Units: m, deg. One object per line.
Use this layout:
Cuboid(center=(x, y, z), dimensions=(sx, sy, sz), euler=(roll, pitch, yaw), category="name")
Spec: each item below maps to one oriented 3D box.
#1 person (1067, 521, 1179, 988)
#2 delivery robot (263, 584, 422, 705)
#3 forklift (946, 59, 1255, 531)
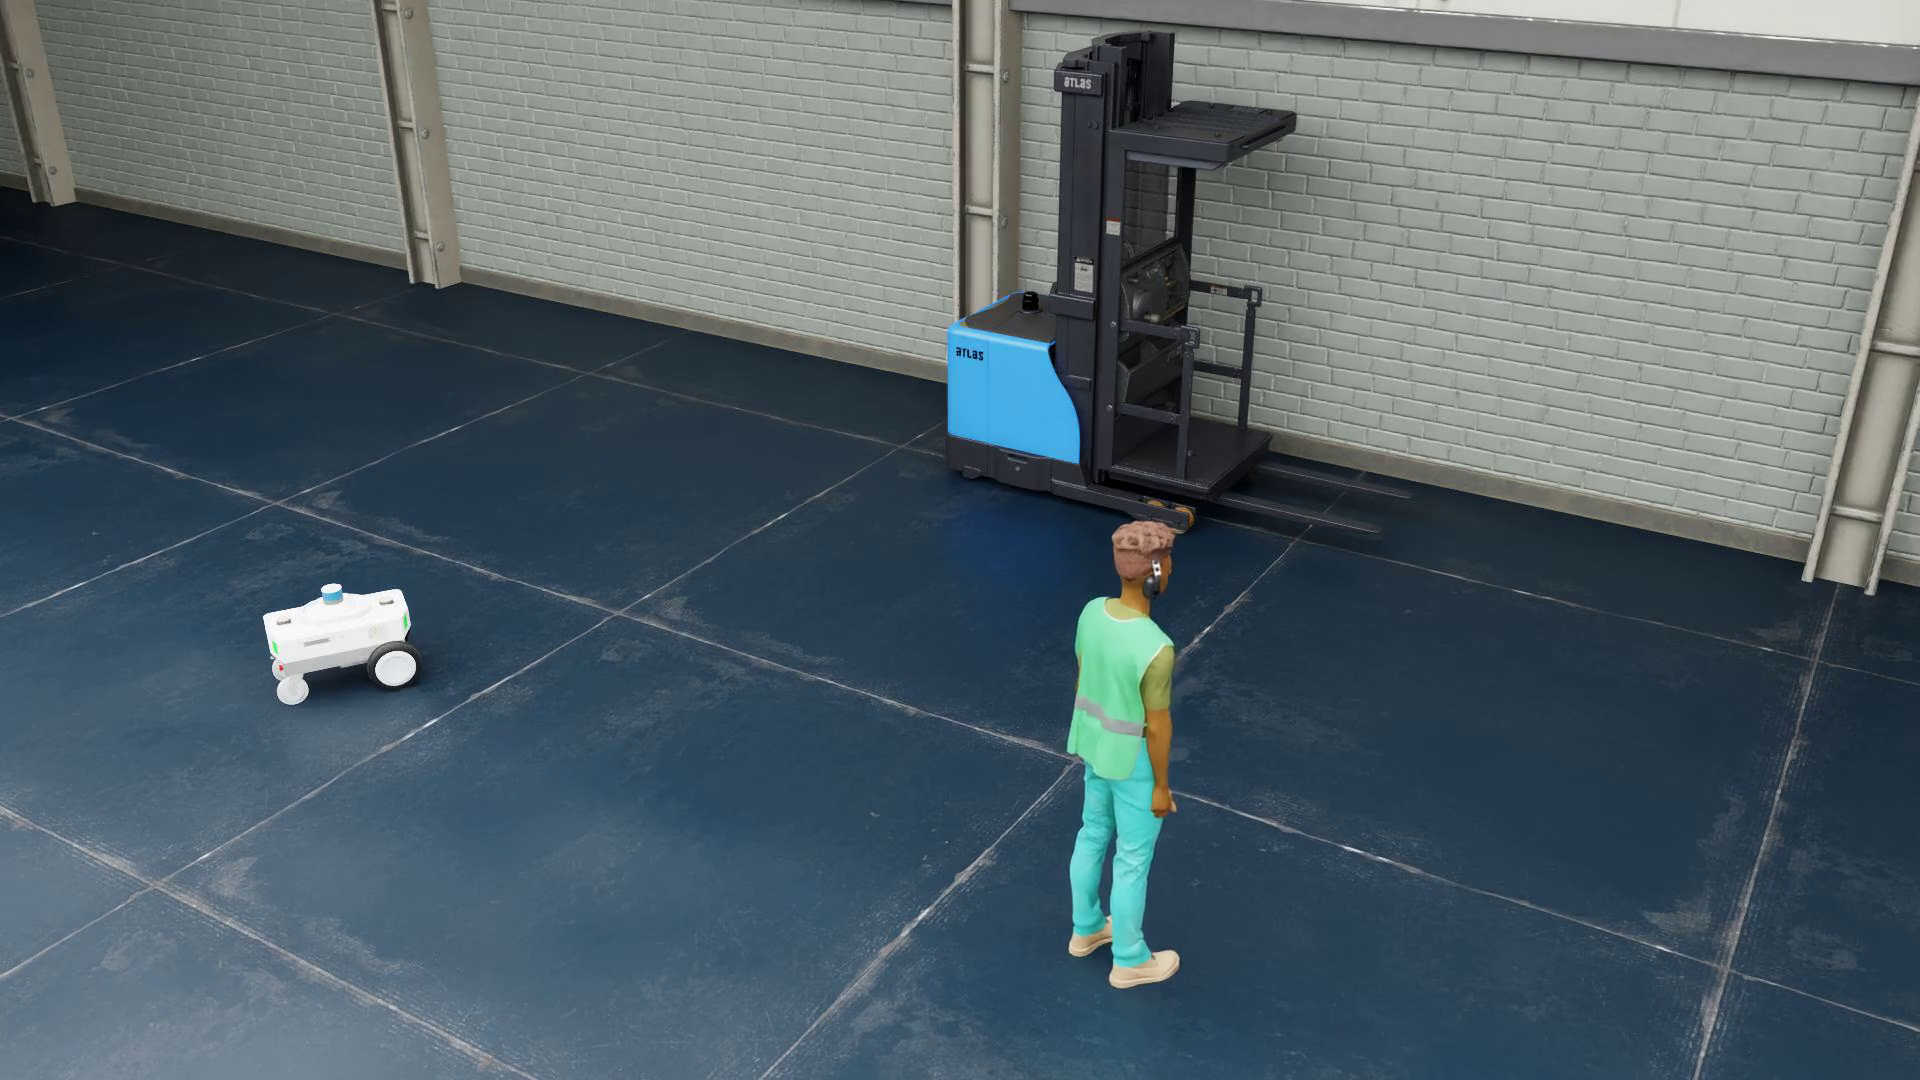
Cuboid(center=(0.630, 0.845, 6.475), dimensions=(0.398, 1.977, 0.483), euler=(-16, 29, -30), category="person")
Cuboid(center=(-3.264, 0.517, 8.836), dimensions=(0.774, 0.599, 0.499), euler=(-12, 28, -23), category="delivery robot")
Cuboid(center=(0.933, -1.707, 10.833), dimensions=(1.873, 2.768, 1.129), euler=(15, 29, 28), category="forklift")
